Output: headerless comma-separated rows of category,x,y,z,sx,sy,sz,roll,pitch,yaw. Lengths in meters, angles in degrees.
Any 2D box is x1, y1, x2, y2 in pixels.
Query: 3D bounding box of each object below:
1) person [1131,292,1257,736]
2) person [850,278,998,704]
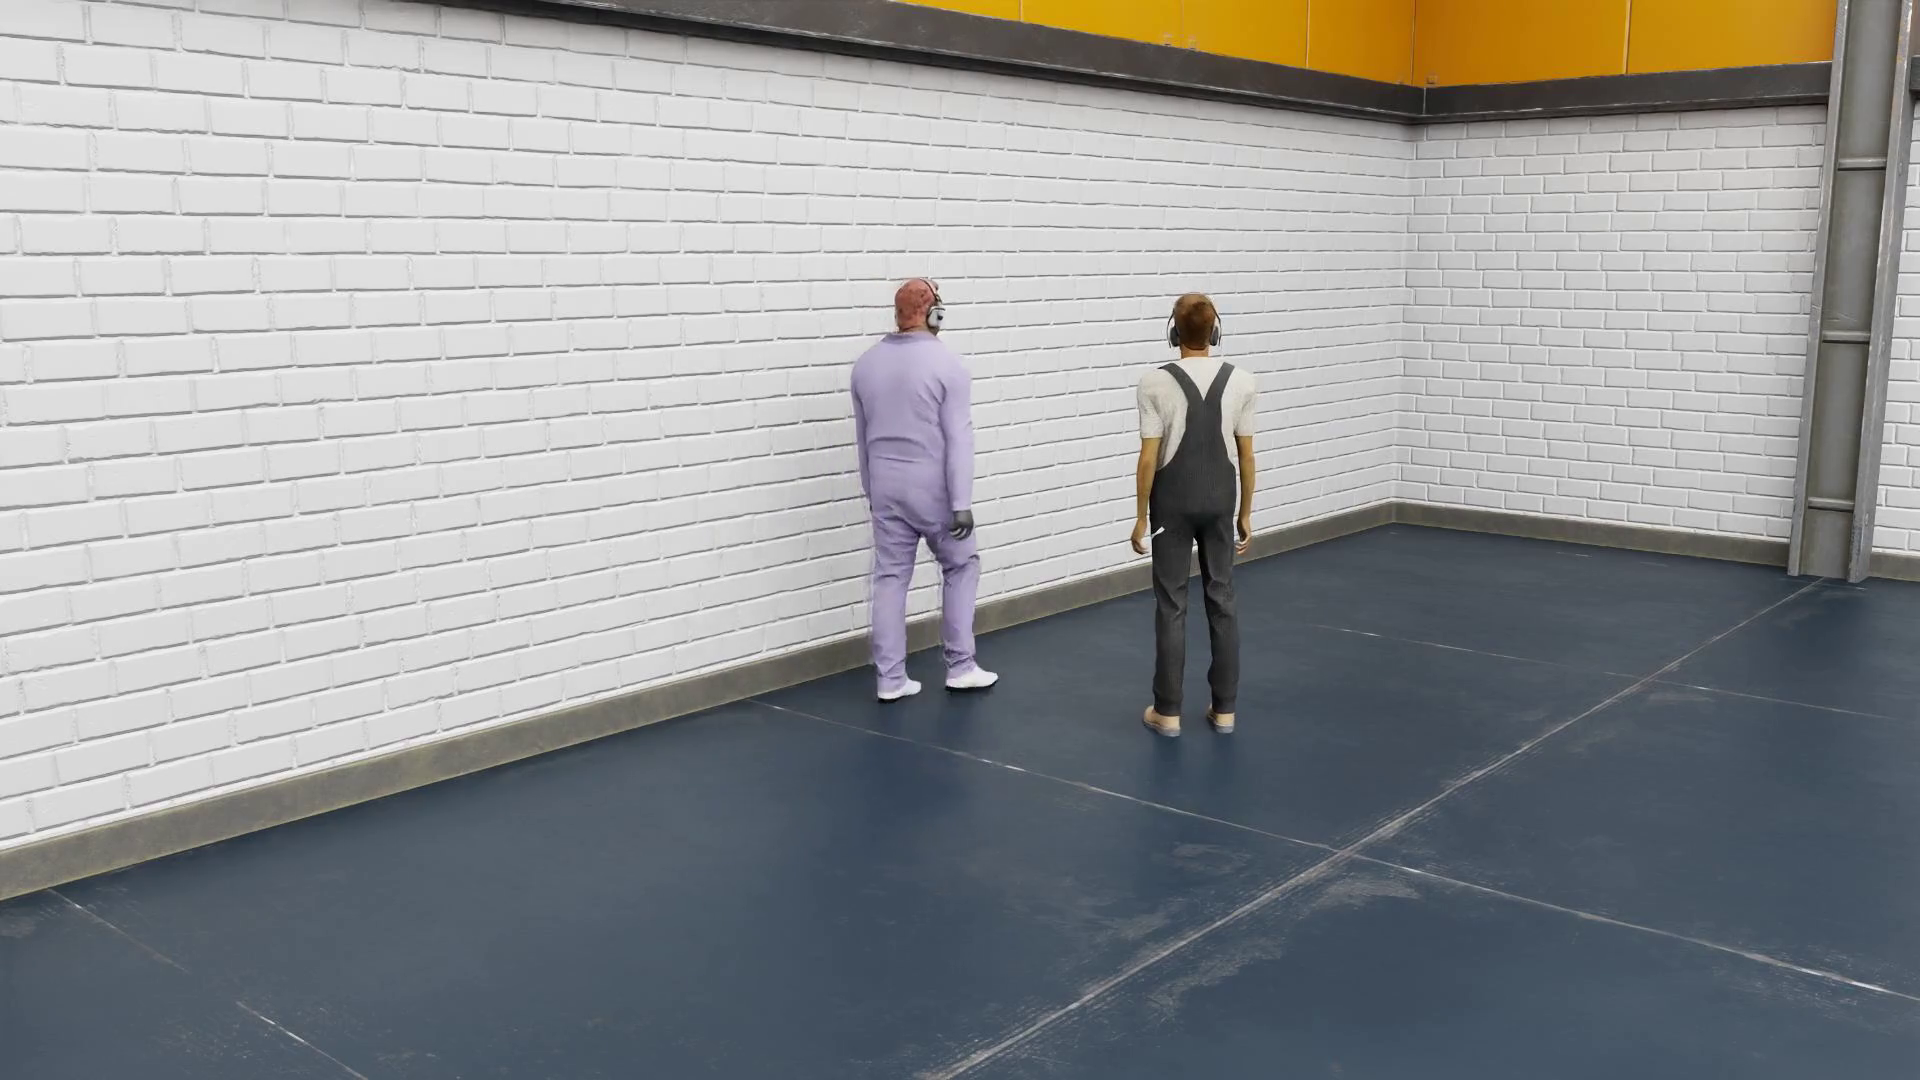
person,0.969,-0.100,6.914,0.516,1.842,0.325,-2,10,-9
person,-0.118,-0.221,7.473,0.675,1.884,0.710,7,12,35
